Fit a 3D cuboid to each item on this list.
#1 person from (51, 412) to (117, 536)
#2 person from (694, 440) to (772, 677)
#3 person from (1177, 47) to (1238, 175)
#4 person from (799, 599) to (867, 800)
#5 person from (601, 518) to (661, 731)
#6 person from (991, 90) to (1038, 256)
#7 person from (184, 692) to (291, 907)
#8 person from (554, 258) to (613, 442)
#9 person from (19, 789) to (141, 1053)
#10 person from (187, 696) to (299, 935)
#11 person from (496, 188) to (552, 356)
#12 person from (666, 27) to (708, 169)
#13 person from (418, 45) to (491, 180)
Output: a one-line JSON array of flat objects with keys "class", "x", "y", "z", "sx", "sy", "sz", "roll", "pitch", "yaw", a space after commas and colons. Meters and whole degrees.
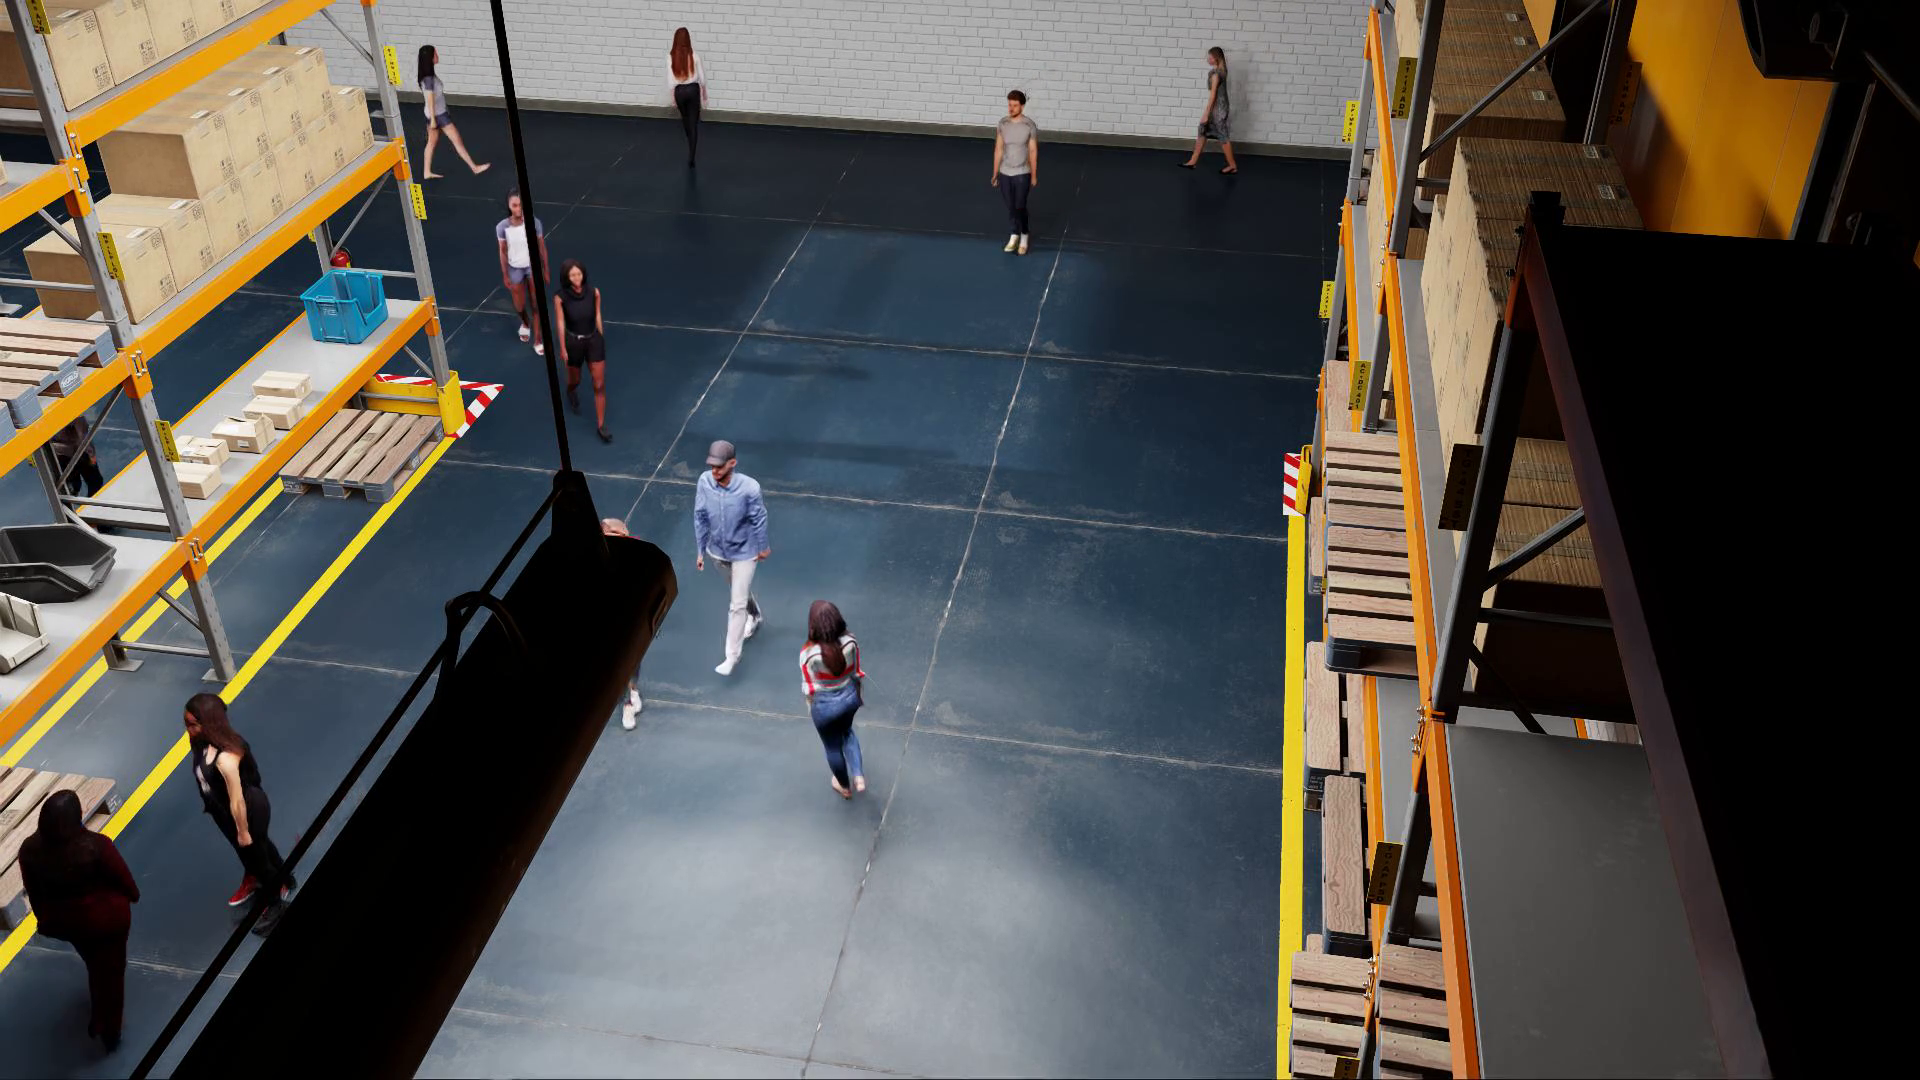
[{"class": "person", "x": -7.380, "y": -0.710, "z": 13.669, "sx": 0.882, "sy": 1.747, "sz": 0.635, "roll": 6, "pitch": 34, "yaw": 8}, {"class": "person", "x": -1.667, "y": 0.028, "z": 12.474, "sx": 0.795, "sy": 1.840, "sz": 1.210, "roll": 12, "pitch": 35, "yaw": 17}, {"class": "person", "x": 3.278, "y": -5.309, "z": 20.675, "sx": 0.706, "sy": 1.651, "sz": 0.911, "roll": 10, "pitch": 35, "yaw": 15}, {"class": "person", "x": -0.802, "y": 1.127, "z": 11.038, "sx": 0.733, "sy": 1.600, "sz": 0.792, "roll": -18, "pitch": 38, "yaw": -25}, {"class": "person", "x": -2.413, "y": 0.508, "z": 11.886, "sx": 0.779, "sy": 1.691, "sz": 0.833, "roll": -9, "pitch": 35, "yaw": -14}, {"class": "person", "x": 0.658, "y": -4.172, "z": 18.756, "sx": 0.714, "sy": 1.882, "sz": 0.718, "roll": 15, "pitch": 37, "yaw": 22}, {"class": "person", "x": -4.471, "y": 1.603, "z": 10.254, "sx": 0.633, "sy": 1.675, "sz": 0.569, "roll": 12, "pitch": 35, "yaw": 17}, {"class": "person", "x": -3.497, "y": -1.796, "z": 15.331, "sx": 1.010, "sy": 1.715, "sz": 1.144, "roll": -17, "pitch": 37, "yaw": -23}, {"class": "person", "x": -4.918, "y": 2.195, "z": 9.328, "sx": 0.871, "sy": 1.714, "sz": 1.084, "roll": -6, "pitch": 34, "yaw": -9}, {"class": "person", "x": -4.375, "y": 1.683, "z": 10.134, "sx": 0.728, "sy": 1.674, "sz": 0.787, "roll": 25, "pitch": 41, "yaw": 33}, {"class": "person", "x": -4.379, "y": -2.719, "z": 16.720, "sx": 0.793, "sy": 1.715, "sz": 0.859, "roll": -12, "pitch": 36, "yaw": -18}, {"class": "person", "x": -3.423, "y": -5.509, "z": 20.922, "sx": 0.813, "sy": 1.711, "sz": 1.220, "roll": -2, "pitch": 34, "yaw": -3}, {"class": "person", "x": -6.553, "y": -5.242, "z": 20.555, "sx": 1.009, "sy": 1.671, "sz": 1.086, "roll": -11, "pitch": 35, "yaw": -16}]
